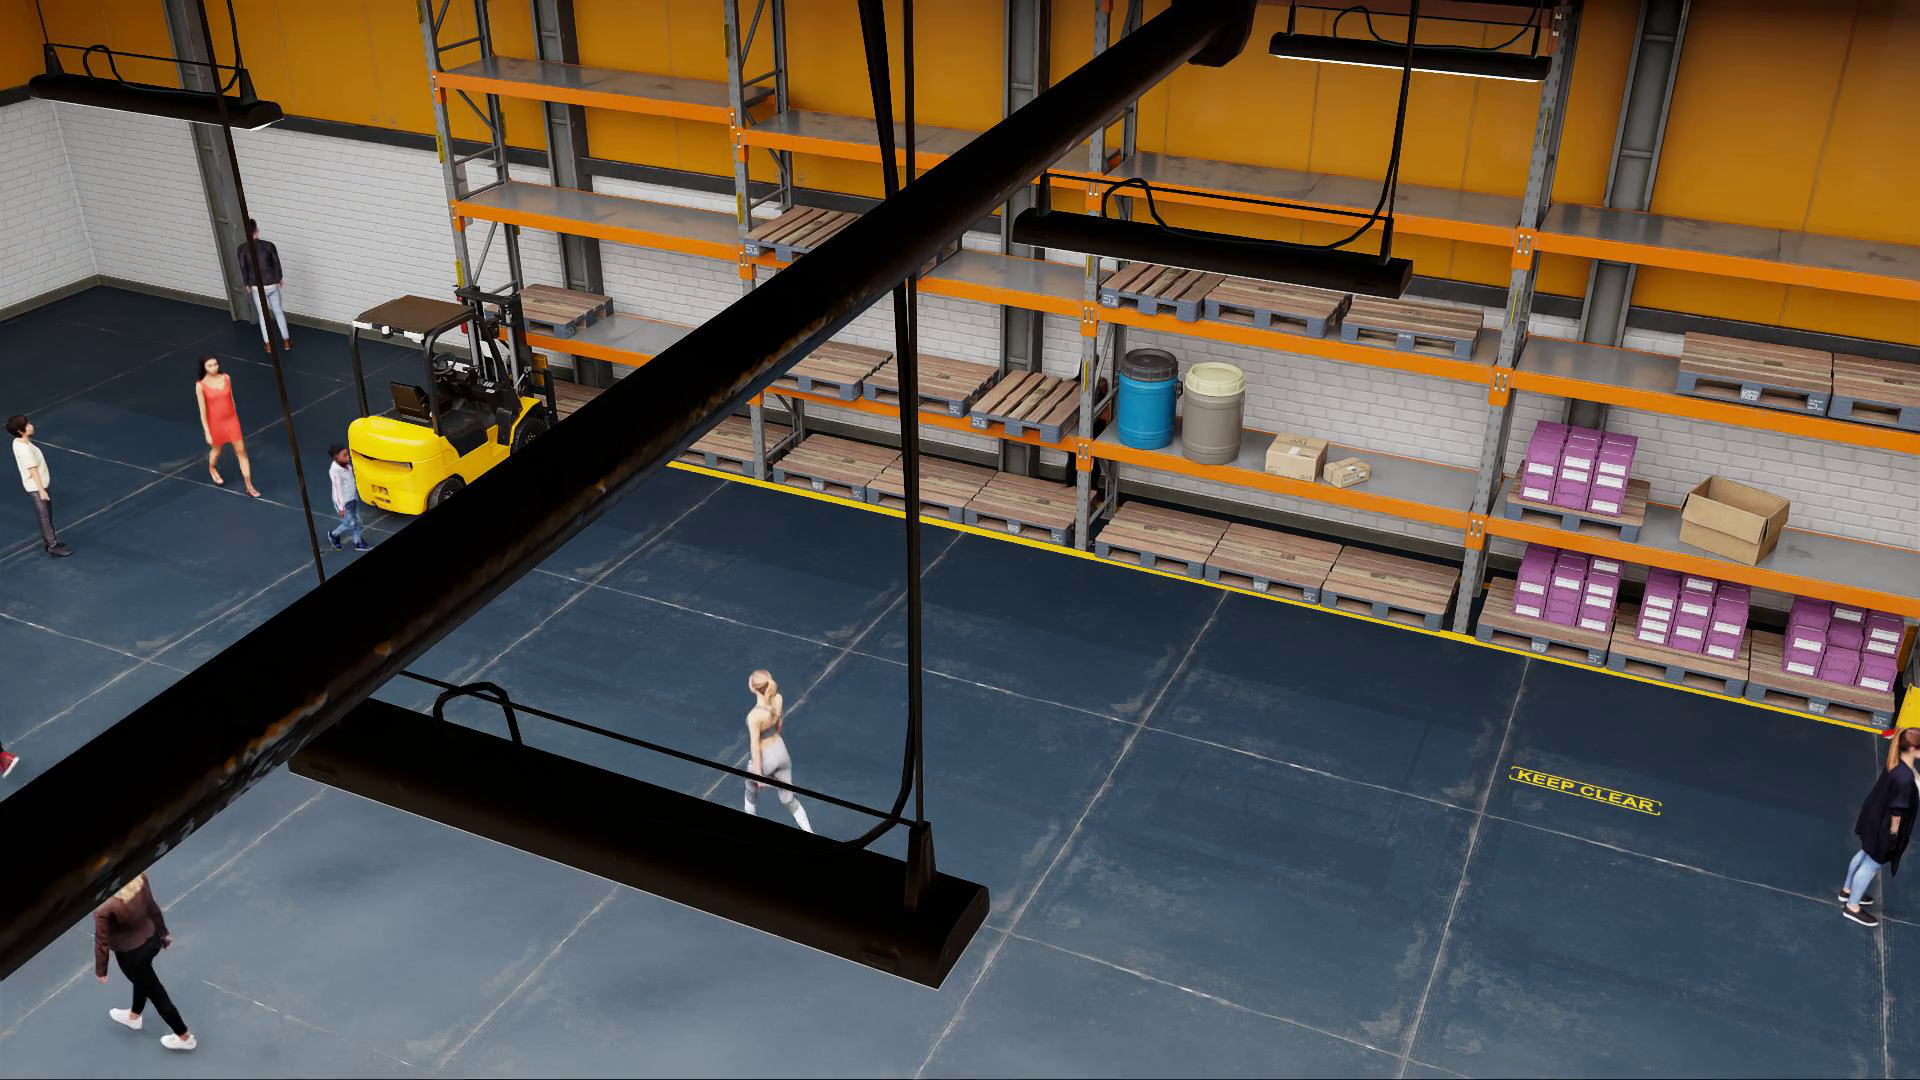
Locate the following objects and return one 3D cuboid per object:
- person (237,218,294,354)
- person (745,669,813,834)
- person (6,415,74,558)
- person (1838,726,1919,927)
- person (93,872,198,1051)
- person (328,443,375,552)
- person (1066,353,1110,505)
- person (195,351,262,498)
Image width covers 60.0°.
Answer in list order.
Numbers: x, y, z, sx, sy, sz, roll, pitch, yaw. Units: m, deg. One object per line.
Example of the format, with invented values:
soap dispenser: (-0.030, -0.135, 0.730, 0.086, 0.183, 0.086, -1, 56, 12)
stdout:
person: (-9.380, -3.431, 22.429, 0.721, 1.835, 0.767, -12, 31, -20)
person: (-1.419, 1.779, 13.058, 1.186, 1.663, 0.746, 20, 35, 32)
person: (-9.684, -0.571, 17.445, 0.717, 1.587, 0.579, -19, 34, -31)
person: (6.914, 2.106, 12.437, 0.559, 1.683, 0.632, 11, 31, 19)
person: (-5.450, 2.791, 11.188, 1.010, 1.678, 0.773, 6, 29, 10)
person: (-6.532, -0.441, 17.555, 0.728, 1.253, 0.572, 6, 29, 11)
person: (1.412, -1.245, 18.443, 0.770, 1.814, 0.831, -10, 30, -18)
person: (-8.343, -1.312, 18.701, 1.174, 1.685, 0.781, 21, 35, 33)
